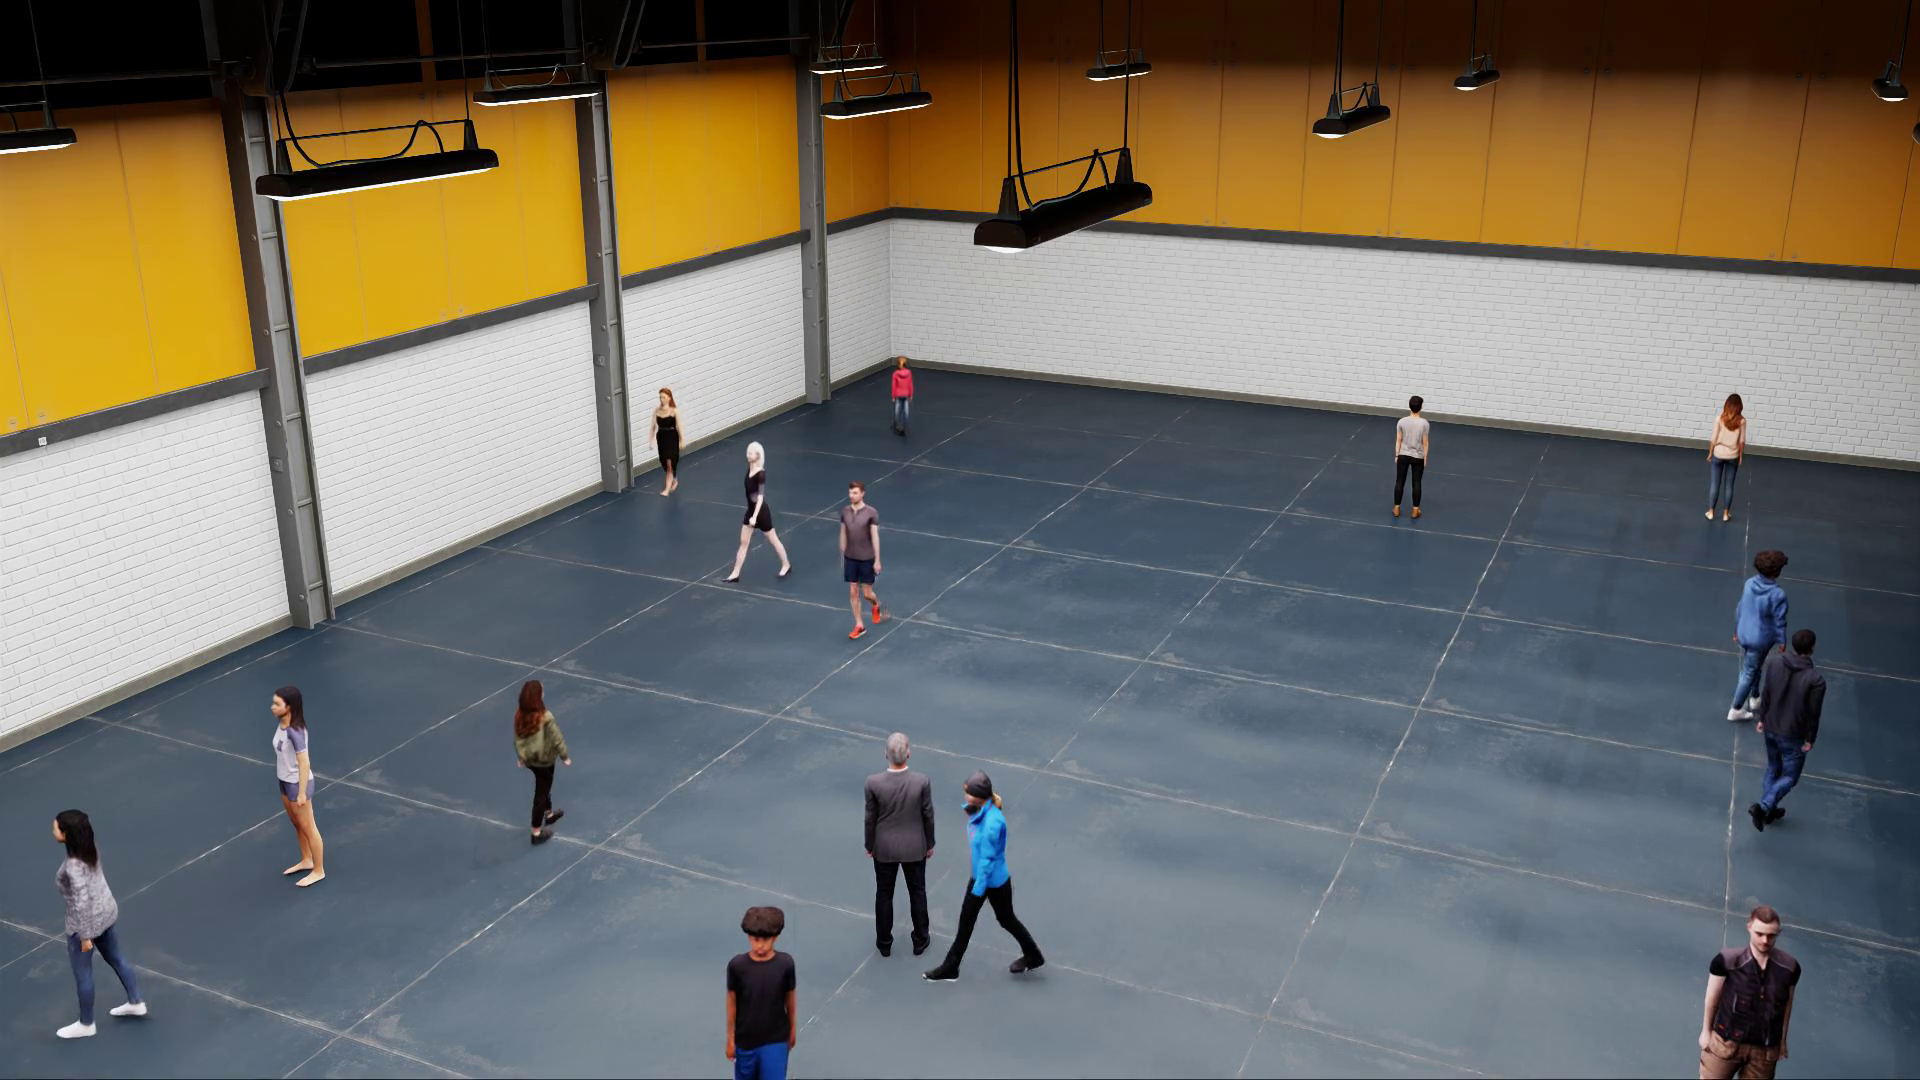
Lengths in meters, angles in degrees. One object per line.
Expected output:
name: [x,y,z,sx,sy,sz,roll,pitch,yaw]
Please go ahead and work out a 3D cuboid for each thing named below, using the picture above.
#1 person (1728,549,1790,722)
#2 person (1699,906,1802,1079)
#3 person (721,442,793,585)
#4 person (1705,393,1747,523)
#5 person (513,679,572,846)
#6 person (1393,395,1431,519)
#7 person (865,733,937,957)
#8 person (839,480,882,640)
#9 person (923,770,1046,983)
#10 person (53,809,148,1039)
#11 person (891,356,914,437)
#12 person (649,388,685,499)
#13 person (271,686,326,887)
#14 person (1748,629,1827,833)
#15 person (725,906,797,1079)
person: [7.964,0.975,16.757,1.042,1.788,0.991,-6,19,-17]
person: [4.902,3.090,10.395,0.743,1.841,0.687,3,19,9]
person: [-2.402,-0.307,20.581,1.263,1.778,0.990,-14,23,-35]
person: [10.621,-1.153,23.074,0.612,1.790,0.542,6,20,18]
person: [-3.695,1.942,14.406,0.618,1.456,0.765,11,22,30]
person: [6.302,-1.170,23.239,0.588,1.717,0.502,8,20,23]
person: [-0.460,2.318,12.693,0.800,1.837,0.787,-1,19,-3]
person: [-1.098,0.198,18.988,0.676,1.837,0.846,8,20,21]
person: [0.312,2.515,12.246,1.186,1.749,1.198,-3,19,-10]
person: [-6.108,2.679,11.787,0.880,1.731,0.845,-2,19,-6]
person: [-0.940,-2.350,27.404,0.811,1.295,0.892,-5,19,-15]
person: [-4.215,-1.424,24.209,0.753,1.580,1.135,4,19,12]
person: [-5.493,2.013,13.762,0.640,1.732,0.654,-16,24,-39]
person: [7.149,1.693,14.491,1.130,1.875,0.976,-13,23,-34]
person: [-1.256,3.077,10.530,0.900,1.779,1.103,-1,19,-2]
